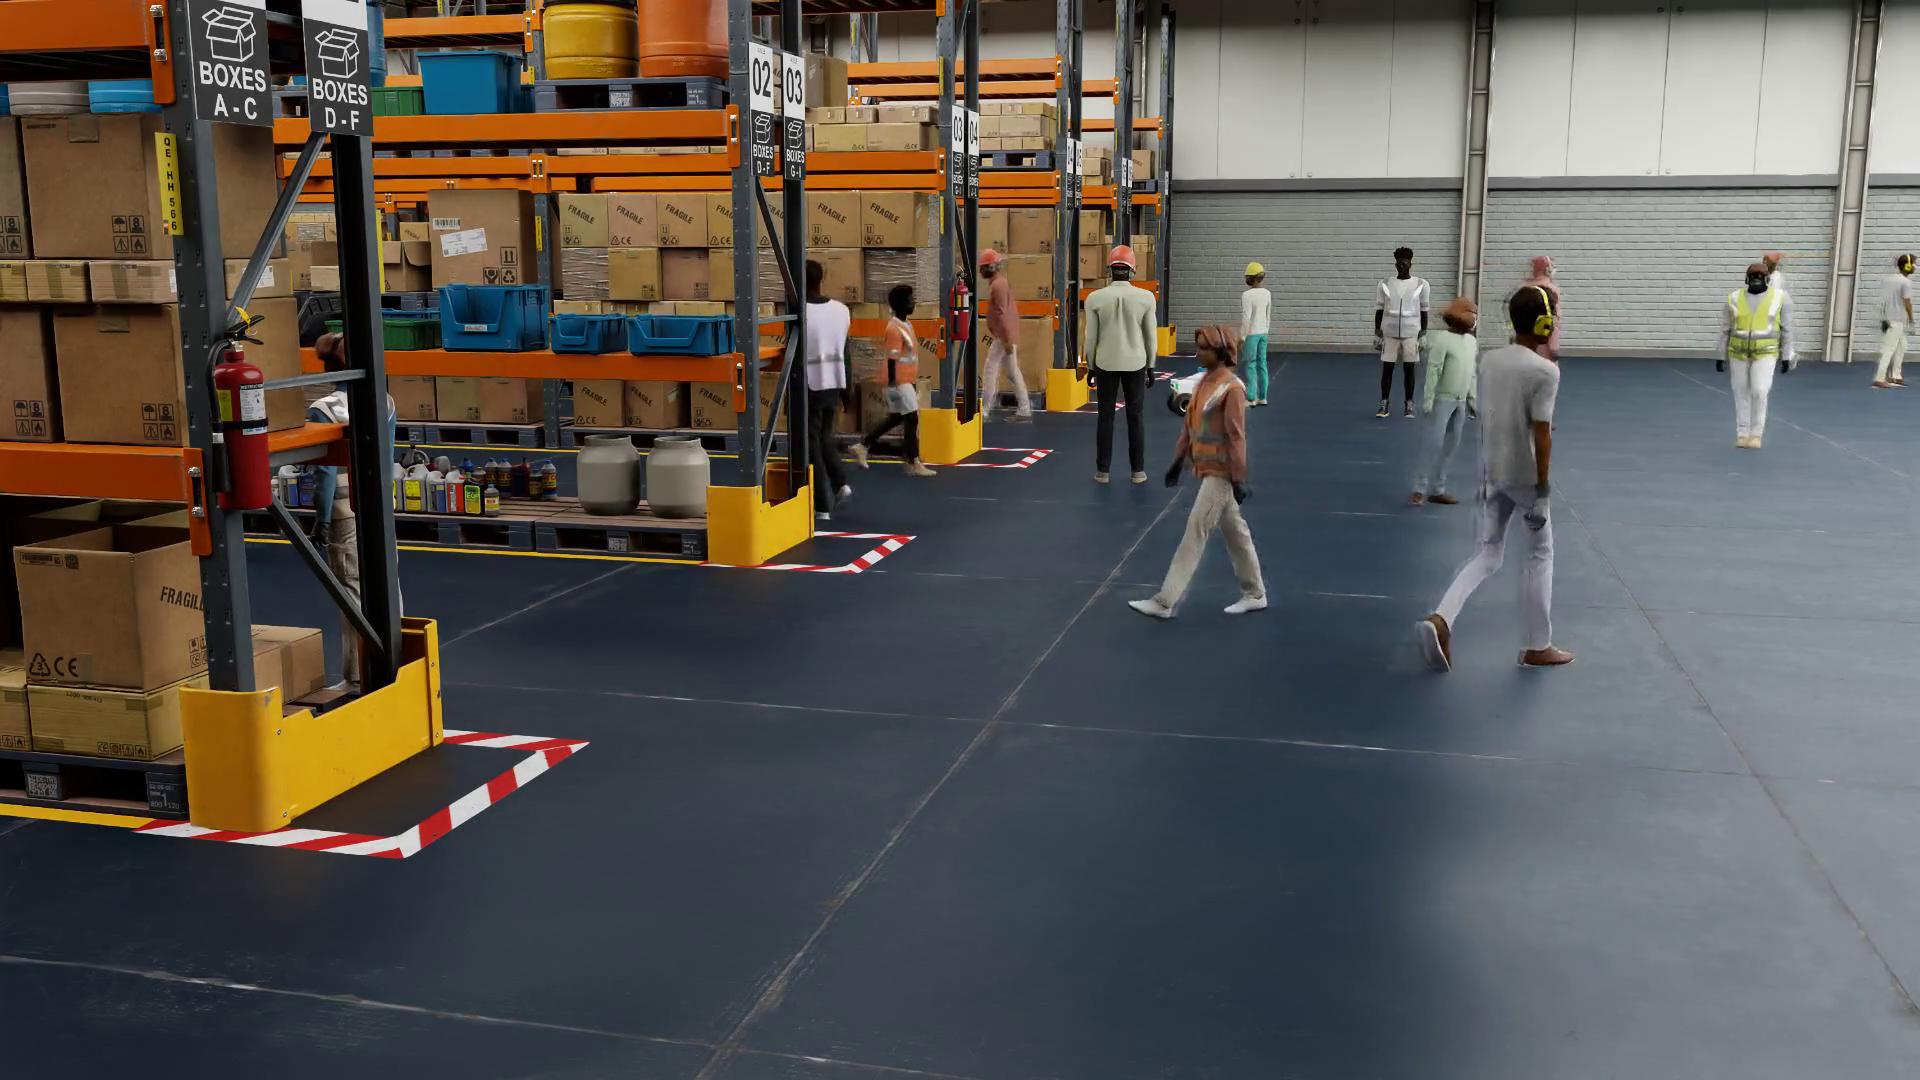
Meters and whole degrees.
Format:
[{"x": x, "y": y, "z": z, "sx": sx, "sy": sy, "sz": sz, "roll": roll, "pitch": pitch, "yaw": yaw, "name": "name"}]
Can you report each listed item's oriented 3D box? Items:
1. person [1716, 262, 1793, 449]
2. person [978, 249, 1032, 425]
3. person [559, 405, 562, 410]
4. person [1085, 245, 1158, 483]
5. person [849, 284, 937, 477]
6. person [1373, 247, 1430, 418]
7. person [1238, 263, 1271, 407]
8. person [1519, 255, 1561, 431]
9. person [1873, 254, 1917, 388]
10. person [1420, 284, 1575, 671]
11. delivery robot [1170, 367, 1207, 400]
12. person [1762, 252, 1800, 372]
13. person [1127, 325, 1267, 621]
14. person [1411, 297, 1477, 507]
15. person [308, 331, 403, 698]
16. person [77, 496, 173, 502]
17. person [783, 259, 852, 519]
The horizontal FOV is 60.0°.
[{"x": 7.715, "y": -1.788, "z": 16.238, "sx": 0.661, "sy": 1.824, "sz": 0.595, "roll": 8, "pitch": 13, "yaw": 37, "name": "person"}, {"x": 0.390, "y": -2.241, "z": 18.457, "sx": 0.877, "sy": 1.936, "sz": 0.642, "roll": 1, "pitch": 10, "yaw": 5, "name": "person"}, {"x": -4.941, "y": -2.551, "z": 19.909, "sx": 0.432, "sy": 2.023, "sz": 0.633, "roll": 2, "pitch": 10, "yaw": 9, "name": "person"}, {"x": 1.354, "y": -1.470, "z": 14.007, "sx": 0.612, "sy": 1.995, "sz": 0.376, "roll": 1, "pitch": 10, "yaw": 5, "name": "person"}, {"x": -0.594, "y": -1.376, "z": 14.374, "sx": 0.743, "sy": 1.673, "sz": 0.530, "roll": 1, "pitch": 10, "yaw": 6, "name": "person"}, {"x": 5.065, "y": -2.378, "z": 19.120, "sx": 0.613, "sy": 1.965, "sz": 0.361, "roll": 4, "pitch": 11, "yaw": 19, "name": "person"}, {"x": 3.598, "y": -2.511, "z": 20.419, "sx": 0.535, "sy": 1.766, "sz": 0.320, "roll": -10, "pitch": 14, "yaw": -43, "name": "person"}, {"x": 6.095, "y": -2.076, "z": 17.640, "sx": 0.632, "sy": 1.887, "sz": 0.645, "roll": -2, "pitch": 10, "yaw": -13, "name": "person"}, {"x": 13.004, "y": -3.007, "z": 22.940, "sx": 0.711, "sy": 1.843, "sz": 0.551, "roll": 1, "pitch": 10, "yaw": 5, "name": "person"}, {"x": 2.577, "y": -0.279, "z": 7.851, "sx": 0.802, "sy": 1.844, "sz": 0.522, "roll": -6, "pitch": 12, "yaw": -29, "name": "person"}, {"x": 2.829, "y": -1.776, "z": 19.436, "sx": 0.707, "sy": 0.478, "sz": 0.477, "roll": -1, "pitch": 10, "yaw": -4, "name": "delivery robot"}, {"x": 12.344, "y": -3.430, "z": 25.239, "sx": 0.737, "sy": 1.867, "sz": 0.590, "roll": 2, "pitch": 10, "yaw": 12, "name": "person"}, {"x": 1.320, "y": -0.353, "z": 8.939, "sx": 0.861, "sy": 1.594, "sz": 0.513, "roll": -2, "pitch": 10, "yaw": -10, "name": "person"}, {"x": 3.745, "y": -1.051, "z": 12.770, "sx": 0.605, "sy": 1.608, "sz": 0.303, "roll": -8, "pitch": 13, "yaw": -37, "name": "person"}, {"x": -2.704, "y": -0.112, "z": 7.461, "sx": 0.307, "sy": 1.644, "sz": 0.514, "roll": 3, "pitch": 11, "yaw": 18, "name": "person"}, {"x": -5.403, "y": -0.770, "z": 10.681, "sx": 0.826, "sy": 1.804, "sz": 0.600, "roll": 2, "pitch": 10, "yaw": 9, "name": "person"}, {"x": -1.048, "y": -1.092, "z": 12.165, "sx": 0.451, "sy": 1.901, "sz": 0.625, "roll": 10, "pitch": 14, "yaw": 43, "name": "person"}]
